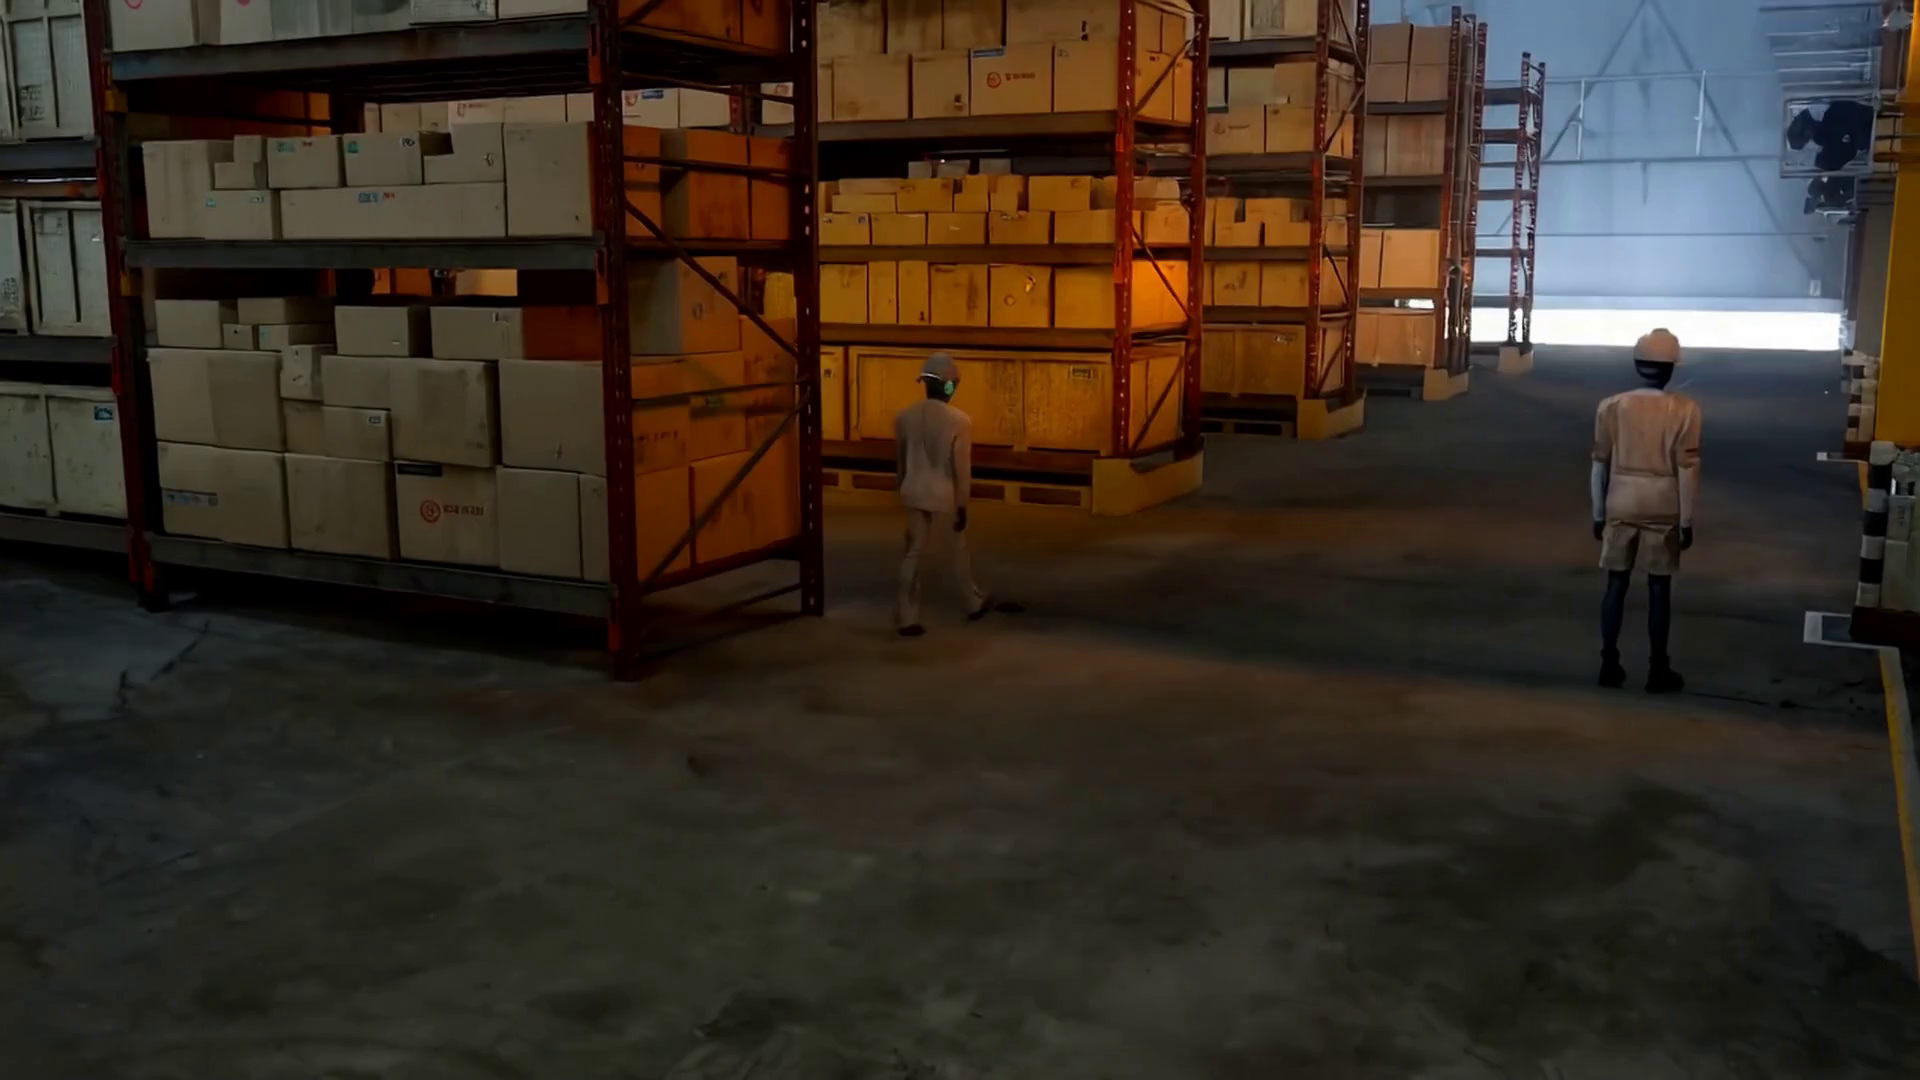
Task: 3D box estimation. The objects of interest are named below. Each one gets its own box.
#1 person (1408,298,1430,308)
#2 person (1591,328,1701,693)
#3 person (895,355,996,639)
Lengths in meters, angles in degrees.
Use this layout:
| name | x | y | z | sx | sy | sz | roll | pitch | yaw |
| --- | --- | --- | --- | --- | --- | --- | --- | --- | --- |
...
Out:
| name | x | y | z | sx | sy | sz | roll | pitch | yaw |
| --- | --- | --- | --- | --- | --- | --- | --- | --- | --- |
| person | 8.874 | -4.048 | 32.305 | 0.527 | 1.624 | 0.376 | -5 | 11 | -27 |
| person | 3.651 | -0.157 | 8.879 | 0.547 | 1.938 | 0.377 | 8 | 13 | 39 |
| person | -0.114 | -0.277 | 10.212 | 0.579 | 1.702 | 0.893 | 6 | 11 | 31 |
